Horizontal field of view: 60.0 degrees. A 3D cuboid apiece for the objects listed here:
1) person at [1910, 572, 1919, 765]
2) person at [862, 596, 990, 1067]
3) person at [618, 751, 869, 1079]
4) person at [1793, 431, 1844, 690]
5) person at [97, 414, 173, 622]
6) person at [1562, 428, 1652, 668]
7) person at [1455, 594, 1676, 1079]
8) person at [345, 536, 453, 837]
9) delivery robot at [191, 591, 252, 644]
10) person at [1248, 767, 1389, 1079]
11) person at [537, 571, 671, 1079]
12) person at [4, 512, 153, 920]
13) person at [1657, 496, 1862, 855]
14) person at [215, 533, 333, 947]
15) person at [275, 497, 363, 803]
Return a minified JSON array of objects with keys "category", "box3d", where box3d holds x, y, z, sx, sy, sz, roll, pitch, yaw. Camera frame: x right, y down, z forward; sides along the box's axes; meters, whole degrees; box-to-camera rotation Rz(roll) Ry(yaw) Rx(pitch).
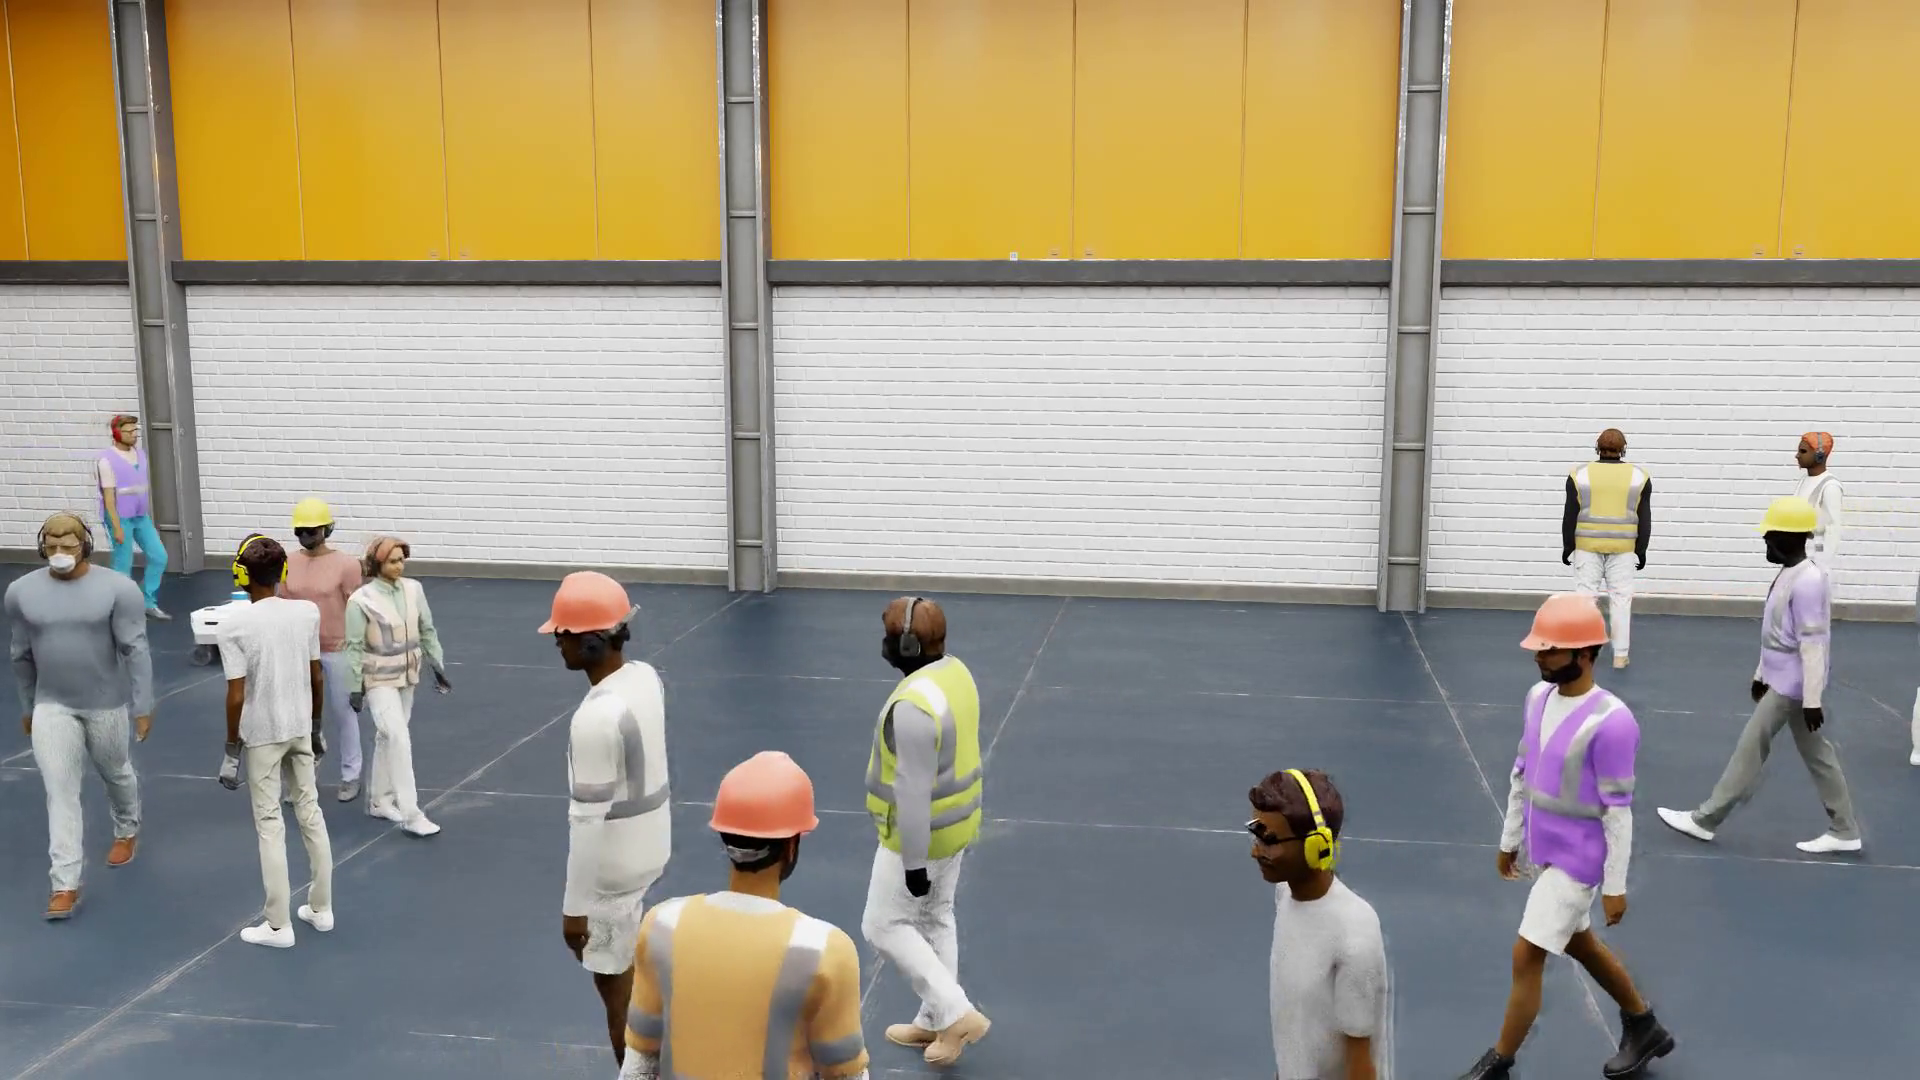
[{"category":"person","box3d":[6.014,0.599,10.056,0.268,1.630,0.507,-3,10,-18]},{"category":"person","box3d":[-0.140,1.111,6.324,0.433,1.830,0.631,3,10,20]},{"category":"person","box3d":[-0.514,1.455,3.926,0.617,1.908,0.529,3,10,17]},{"category":"person","box3d":[6.151,0.151,12.046,0.341,1.882,0.587,1,9,6]},{"category":"person","box3d":[-7.012,-0.161,14.149,0.593,1.823,0.594,1,9,8]},{"category":"person","box3d":[4.936,0.061,12.735,0.636,1.842,0.429,3,10,17]},{"category":"person","box3d":[2.245,1.118,6.074,0.987,1.896,0.560,-2,9,-11]},{"category":"person","box3d":[-2.985,0.787,8.987,0.741,1.609,0.518,4,10,22]},{"category":"delivery robot","box3d":[-5.534,0.640,12.828,0.707,0.478,0.477,1,9,5]},{"category":"person","box3d":[0.903,1.463,4.140,0.442,1.838,0.528,-1,9,-8]},{"category":"person","box3d":[-1.209,1.104,5.718,0.427,2.027,0.649,1,9,5]},{"category":"person","box3d":[-4.271,0.788,8.126,0.651,1.890,1.036,-2,9,-13]},{"category":"person","box3d":[4.242,0.705,8.642,1.008,1.872,0.609,4,10,23]},{"category":"person","box3d":[-3.092,0.904,7.479,0.335,1.862,0.521,6,11,35]},{"category":"person","box3d":[-3.650,0.628,9.474,0.530,1.766,0.323,1,9,4]}]
